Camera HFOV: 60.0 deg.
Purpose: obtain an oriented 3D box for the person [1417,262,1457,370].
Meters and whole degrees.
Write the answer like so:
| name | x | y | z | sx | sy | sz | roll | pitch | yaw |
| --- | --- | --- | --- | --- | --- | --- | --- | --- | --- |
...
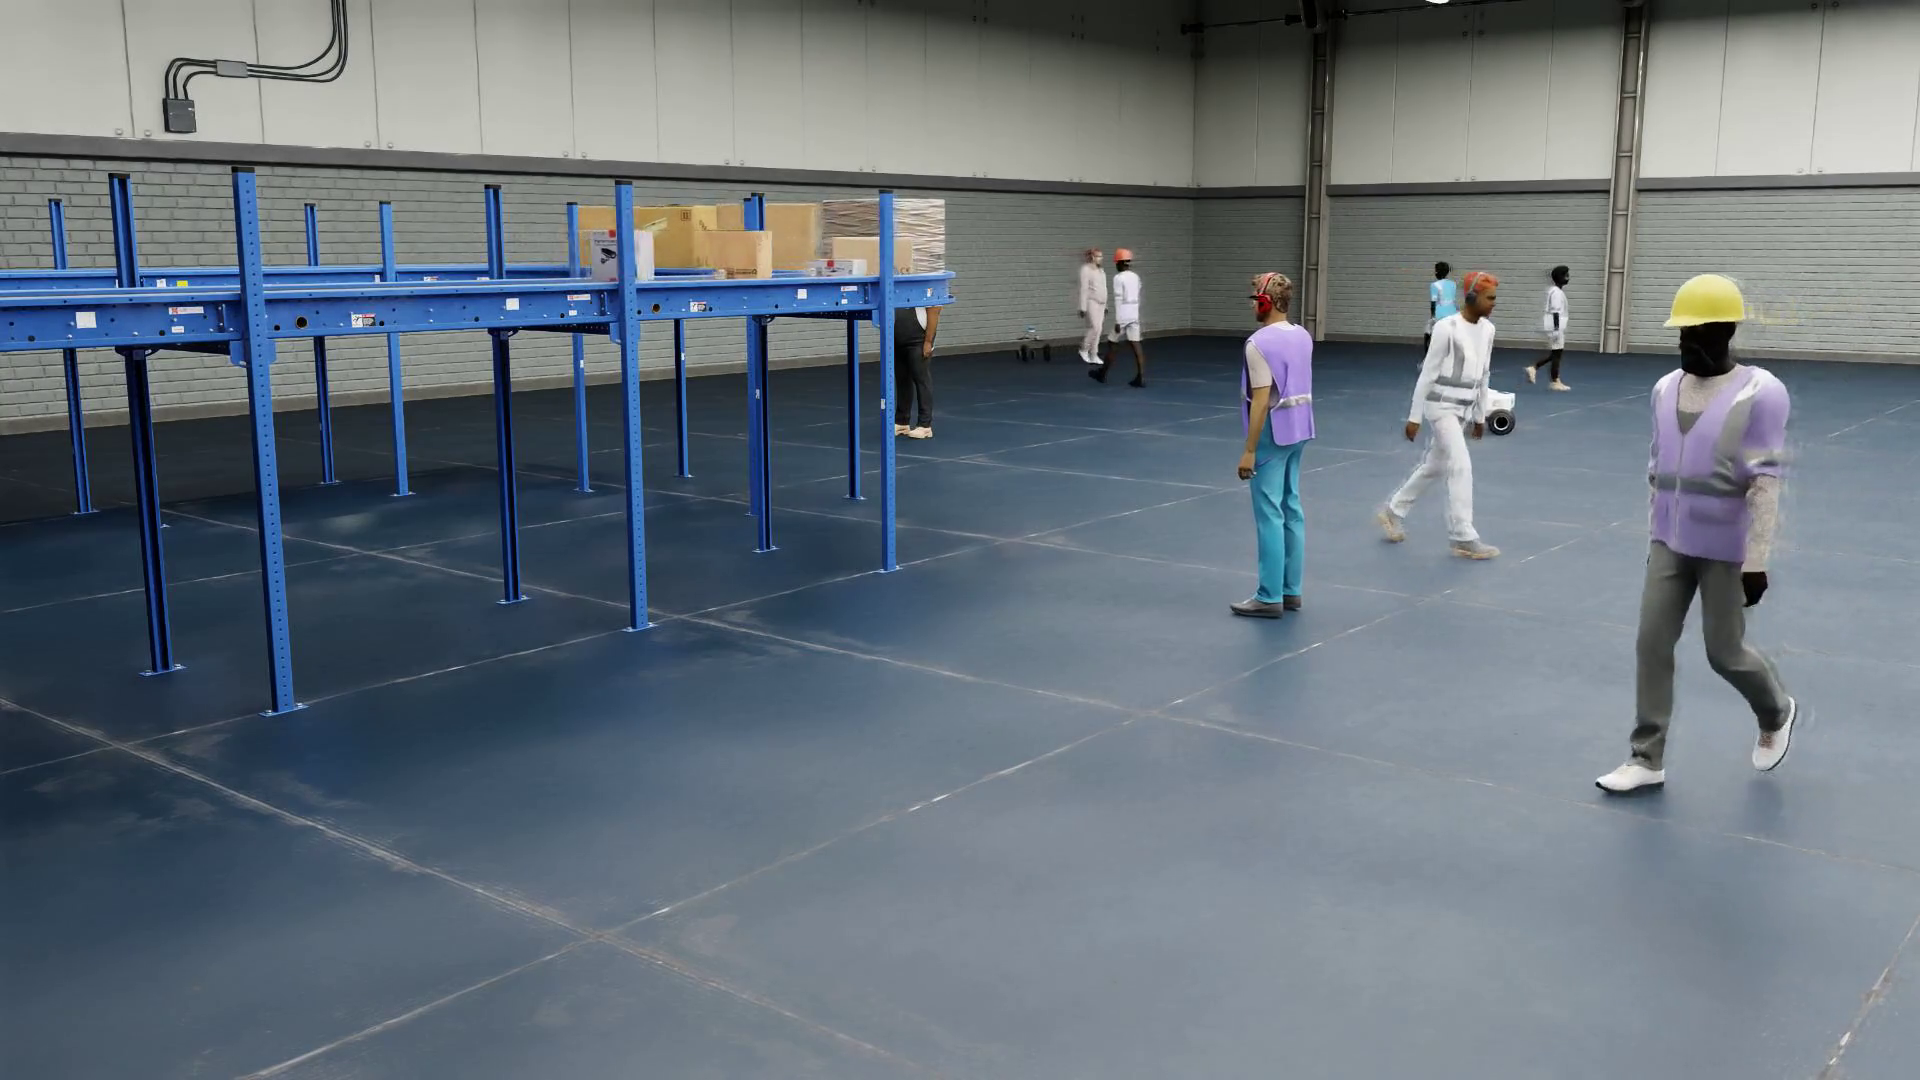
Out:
| name | x | y | z | sx | sy | sz | roll | pitch | yaw |
| --- | --- | --- | --- | --- | --- | --- | --- | --- | --- |
| person | 7.388 | -3.443 | 25.671 | 0.546 | 1.675 | 0.650 | -5 | 11 | -24 |

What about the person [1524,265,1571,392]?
| name | x | y | z | sx | sy | sz | roll | pitch | yaw |
| --- | --- | --- | --- | --- | --- | --- | --- | --- | --- |
| person | 7.927 | -2.835 | 22.275 | 0.521 | 1.681 | 0.548 | 3 | 11 | 15 |

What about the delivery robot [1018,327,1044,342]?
| name | x | y | z | sx | sy | sz | roll | pitch | yaw |
| --- | --- | --- | --- | --- | --- | --- | --- | --- | --- |
| delivery robot | 1.226 | -3.509 | 28.295 | 0.335 | 0.223 | 0.699 | -3 | 11 | -18 |

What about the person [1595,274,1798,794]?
| name | x | y | z | sx | sy | sz | roll | pitch | yaw |
| --- | --- | --- | --- | --- | --- | --- | --- | --- | --- |
| person | 2.769 | -0.017 | 6.087 | 0.810 | 1.899 | 0.599 | -5 | 11 | -25 |

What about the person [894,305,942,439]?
| name | x | y | z | sx | sy | sz | roll | pitch | yaw |
| --- | --- | --- | --- | --- | --- | --- | --- | --- | --- |
| person | -0.534 | -2.056 | 17.110 | 0.537 | 2.000 | 0.682 | -9 | 14 | -41 |

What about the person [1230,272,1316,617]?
| name | x | y | z | sx | sy | sz | roll | pitch | yaw |
| --- | --- | --- | --- | --- | --- | --- | --- | --- | --- |
| person | 1.706 | -0.512 | 8.976 | 0.387 | 1.845 | 0.565 | 8 | 13 | 39 |

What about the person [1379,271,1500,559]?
| name | x | y | z | sx | sy | sz | roll | pitch | yaw |
| --- | --- | --- | --- | --- | --- | --- | --- | --- | --- |
| person | 3.130 | -0.843 | 10.875 | 0.610 | 1.837 | 0.947 | -9 | 14 | -41 |

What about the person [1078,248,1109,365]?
| name | x | y | z | sx | sy | sz | roll | pitch | yaw |
| --- | --- | --- | --- | --- | --- | --- | --- | --- | --- |
| person | 2.211 | -3.798 | 27.060 | 0.434 | 1.895 | 0.649 | 6 | 12 | 30 |

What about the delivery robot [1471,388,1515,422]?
| name | x | y | z | sx | sy | sz | roll | pitch | yaw |
| --- | --- | --- | --- | --- | --- | --- | --- | --- | --- |
| delivery robot | 5.506 | -1.456 | 17.632 | 0.707 | 0.478 | 0.477 | 3 | 10 | 17 |

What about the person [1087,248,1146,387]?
| name | x | y | z | sx | sy | sz | roll | pitch | yaw |
| --- | --- | --- | --- | --- | --- | --- | --- | --- | --- |
| person | 2.232 | -3.096 | 23.163 | 0.565 | 1.888 | 0.944 | -9 | 14 | -42 |
